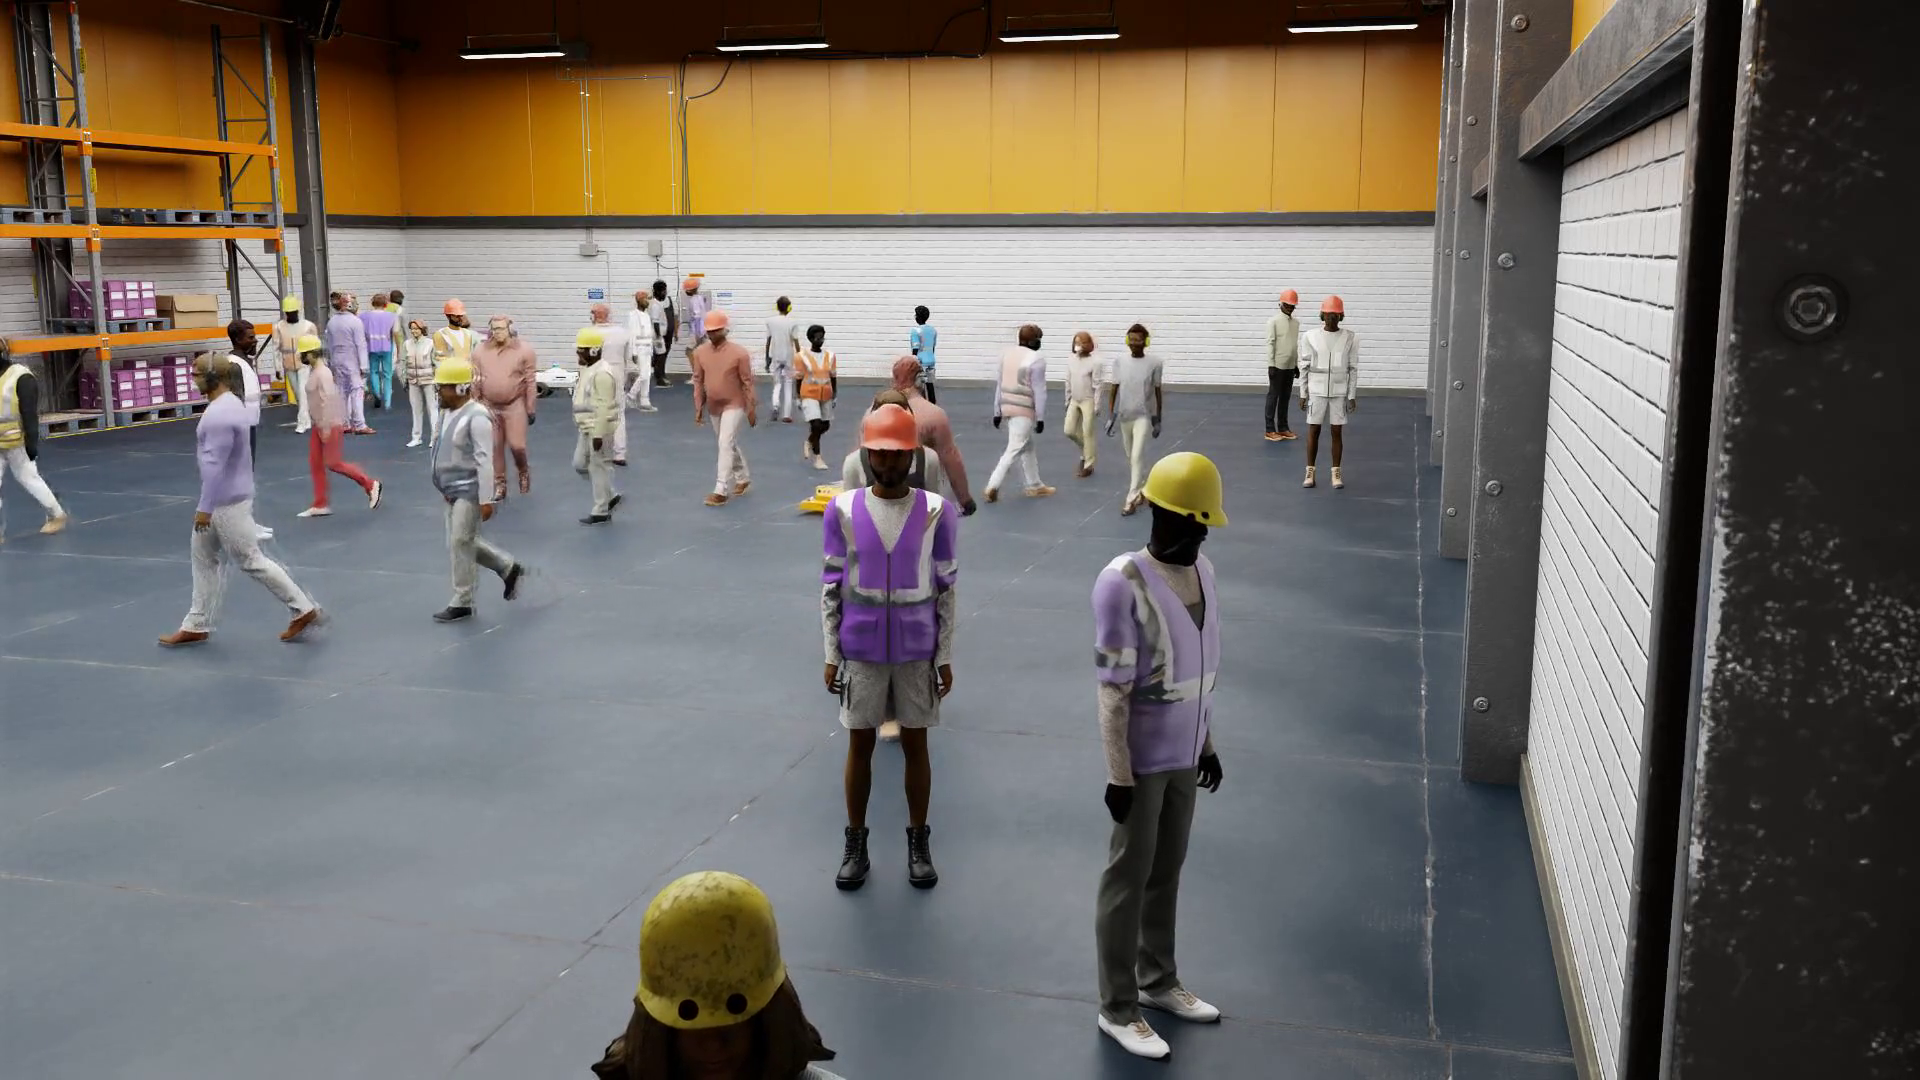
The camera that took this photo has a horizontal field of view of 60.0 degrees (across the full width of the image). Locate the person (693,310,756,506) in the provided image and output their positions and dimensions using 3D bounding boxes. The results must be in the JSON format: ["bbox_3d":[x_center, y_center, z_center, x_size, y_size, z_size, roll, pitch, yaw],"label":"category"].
[{"bbox_3d":[-2.325,-1.345,16.698,0.606,1.939,1.021,5,11,25],"label":"person"}]

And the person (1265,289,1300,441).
[{"bbox_3d":[4.280,-2.308,21.975,0.608,1.986,0.391,-8,13,-40],"label":"person"}]

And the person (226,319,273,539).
[{"bbox_3d":[-6.291,-0.969,14.584,0.399,1.920,0.590,-3,10,-17],"label":"person"}]

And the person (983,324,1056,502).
[{"bbox_3d":[0.578,-1.269,16.693,0.929,1.797,0.663,-6,12,-32],"label":"person"}]

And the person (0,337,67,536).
[{"bbox_3d":[-8.182,-0.872,14.360,0.635,1.807,0.917,2,10,13],"label":"person"}]

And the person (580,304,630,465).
[{"bbox_3d":[-4.203,-1.821,19.537,0.659,1.879,0.823,-7,12,-34],"label":"person"}]

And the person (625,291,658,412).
[{"bbox_3d":[-4.895,-2.903,25.658,0.424,1.873,0.599,3,10,15],"label":"person"}]

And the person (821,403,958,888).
[{"bbox_3d":[-0.280,0.426,6.617,0.544,1.943,0.347,0,10,-2],"label":"person"}]

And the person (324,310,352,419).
[{"bbox_3d":[-9.120,-2.584,24.587,0.518,1.622,0.407,-3,10,-16],"label":"person"}]

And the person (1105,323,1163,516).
[{"bbox_3d":[1.701,-1.185,16.100,0.513,1.831,0.973,4,11,22],"label":"person"}]

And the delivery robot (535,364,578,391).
[{"bbox_3d":[-6.853,-2.743,28.224,0.707,0.478,0.477,0,10,1],"label":"delivery robot"}]

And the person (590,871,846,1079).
[{"bbox_3d":[-0.327,1.288,2.295,0.484,1.745,0.298,-2,10,-14],"label":"person"}]

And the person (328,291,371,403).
[{"bbox_3d":[-9.918,-3.084,26.823,0.523,1.834,0.883,4,11,24],"label":"person"}]

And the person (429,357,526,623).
[{"bbox_3d":[-3.337,-0.357,11.433,0.679,1.812,0.597,-9,13,-41],"label":"person"}]

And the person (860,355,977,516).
[{"bbox_3d":[-0.297,-0.262,10.786,0.649,1.850,1.022,8,13,38],"label":"person"}]

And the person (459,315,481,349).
[{"bbox_3d":[-7.152,-2.464,23.916,0.520,1.598,0.764,-5,11,-28],"label":"person"}]

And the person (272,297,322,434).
[{"bbox_3d":[-9.133,-2.428,22.997,0.629,1.882,0.954,-1,10,-6],"label":"person"}]

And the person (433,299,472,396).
[{"bbox_3d":[-5.926,-1.872,19.639,0.356,1.937,0.552,6,12,30],"label":"person"}]

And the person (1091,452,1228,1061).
[{"bbox_3d":[0.656,0.668,5.318,0.384,1.917,0.584,8,13,38],"label":"person"}]

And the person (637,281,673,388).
[{"bbox_3d":[-5.502,-3.695,29.960,0.531,1.937,0.648,-2,10,-10],"label":"person"}]

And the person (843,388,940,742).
[{"bbox_3d":[-0.338,0.138,8.540,0.542,1.832,0.403,-2,10,-11],"label":"person"}]

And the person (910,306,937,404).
[{"bbox_3d":[-0.542,-2.554,24.184,0.320,1.697,0.531,7,12,36],"label":"person"}]

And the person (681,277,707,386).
[{"bbox_3d":[-4.850,-3.823,30.555,0.548,1.995,0.647,1,10,3],"label":"person"}]

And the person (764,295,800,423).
[{"bbox_3d":[-2.550,-2.587,23.954,0.545,1.843,0.446,2,10,11],"label":"person"}]

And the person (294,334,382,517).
[{"bbox_3d":[-5.933,-1.088,15.772,0.710,1.731,0.571,-6,12,-30],"label":"person"}]

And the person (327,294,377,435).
[{"bbox_3d":[-8.281,-2.383,22.635,0.642,1.905,0.399,6,12,29],"label":"person"}]

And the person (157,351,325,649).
[{"bbox_3d":[-4.618,-0.256,10.599,0.962,1.908,0.629,-5,11,-24],"label":"person"}]

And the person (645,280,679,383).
[{"bbox_3d":[-5.521,-3.844,30.517,0.712,2.000,0.927,-8,13,-39],"label":"person"}]

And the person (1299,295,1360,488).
[{"bbox_3d":[3.895,-1.563,17.583,0.608,2.047,0.365,2,10,10],"label":"person"}]

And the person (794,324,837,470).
[{"bbox_3d":[-1.695,-1.661,19.209,0.532,1.680,0.650,-6,12,-32],"label":"person"}]

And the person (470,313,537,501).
[{"bbox_3d":[-4.596,-1.336,16.758,0.642,1.892,0.444,0,10,-2],"label":"person"}]

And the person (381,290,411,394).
[{"bbox_3d":[-9.825,-3.451,29.039,0.678,1.778,0.959,5,11,28],"label":"person"}]

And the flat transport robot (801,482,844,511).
[{"bbox_3d":[-0.911,-0.467,16.405,0.652,0.197,1.431,5,11,27],"label":"flat transport robot"}]

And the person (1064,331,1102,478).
[{"bbox_3d":[1.361,-1.503,18.400,0.350,1.621,0.539,-10,14,-44],"label":"person"}]

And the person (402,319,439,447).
[{"bbox_3d":[-6.848,-1.994,21.176,0.516,1.640,0.314,2,10,13],"label":"person"}]

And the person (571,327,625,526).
[{"bbox_3d":[-3.339,-1.030,15.204,0.417,1.817,0.618,-5,11,-26],"label":"person"}]

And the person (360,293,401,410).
[{"bbox_3d":[-9.032,-2.932,25.942,0.600,1.827,0.461,-2,10,-12],"label":"person"}]
